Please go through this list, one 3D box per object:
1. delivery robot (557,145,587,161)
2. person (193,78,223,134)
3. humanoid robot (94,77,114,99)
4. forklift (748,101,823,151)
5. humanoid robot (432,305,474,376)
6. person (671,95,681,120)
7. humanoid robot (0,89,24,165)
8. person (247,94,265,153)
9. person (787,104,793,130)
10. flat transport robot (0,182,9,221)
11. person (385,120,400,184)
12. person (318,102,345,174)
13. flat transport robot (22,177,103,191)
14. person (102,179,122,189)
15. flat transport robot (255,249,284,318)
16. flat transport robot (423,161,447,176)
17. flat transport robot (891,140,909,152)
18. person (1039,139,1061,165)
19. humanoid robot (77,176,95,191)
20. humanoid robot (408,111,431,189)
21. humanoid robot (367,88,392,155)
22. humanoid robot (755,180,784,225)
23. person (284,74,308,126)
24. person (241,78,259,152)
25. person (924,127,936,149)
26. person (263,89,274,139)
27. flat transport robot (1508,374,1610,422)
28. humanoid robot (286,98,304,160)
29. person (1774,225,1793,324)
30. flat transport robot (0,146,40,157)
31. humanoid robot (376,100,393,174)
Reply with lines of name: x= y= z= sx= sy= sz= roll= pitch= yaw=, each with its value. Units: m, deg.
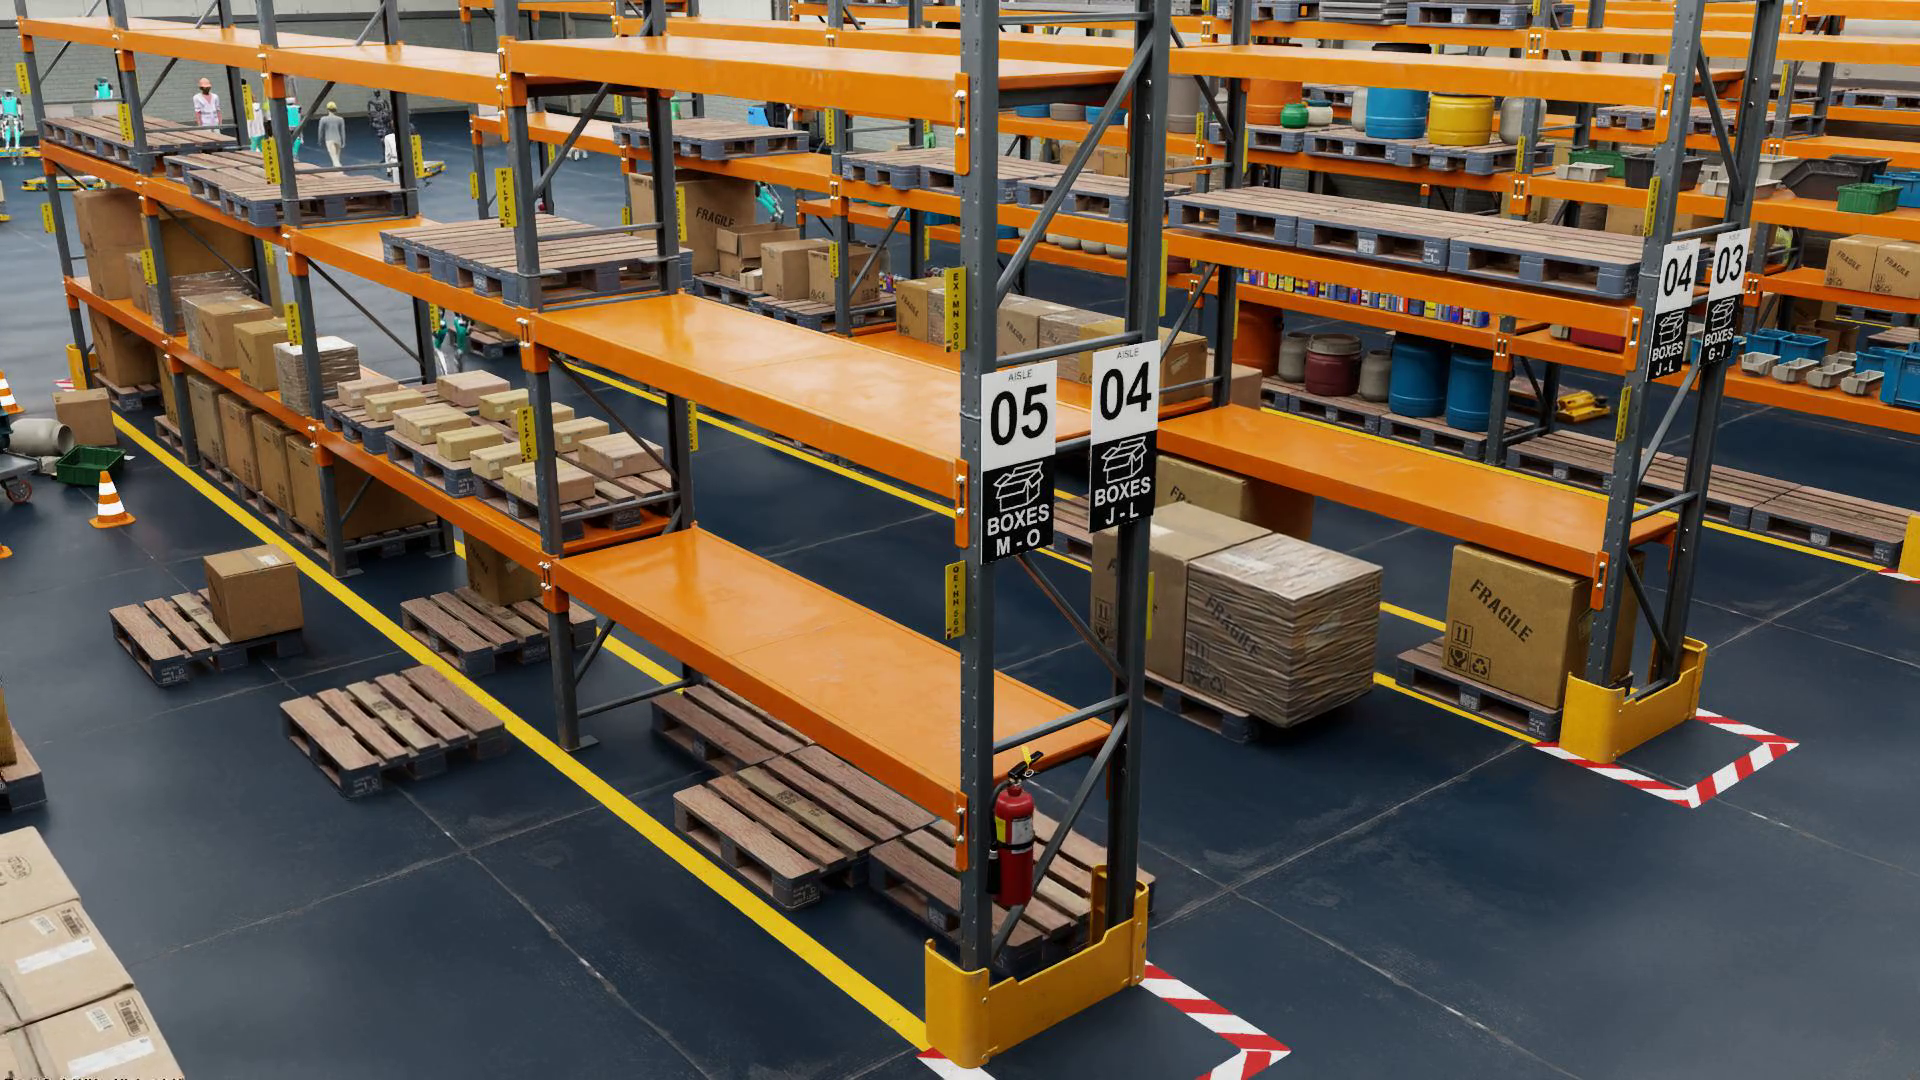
delivery robot: x=-9.516 y=-9.607 z=40.858 sx=0.499 sy=0.601 sz=0.783 roll=7 pitch=21 yaw=20
person: x=-17.776 y=-9.898 z=39.435 sx=0.371 sy=2.042 sz=0.613 roll=15 pitch=24 yaw=36
humanoid robot: x=-22.652 y=-11.235 z=43.838 sx=0.553 sy=1.849 sz=0.887 roll=4 pitch=20 yaw=10
forklift: x=-4.526 y=-11.368 z=42.374 sx=1.129 sy=2.768 sz=1.873 roll=-15 pitch=24 yaw=-37
humanoid robot: x=-5.771 y=-2.419 z=18.770 sx=0.543 sy=1.902 sz=0.727 roll=-11 pitch=22 yaw=-27
person: x=-6.893 y=-9.928 z=39.631 sx=0.507 sy=1.965 sz=0.461 roll=-4 pitch=20 yaw=-12
humanoid robot: x=-22.586 y=-9.764 z=39.585 sx=0.546 sy=1.844 sz=0.656 roll=-5 pitch=20 yaw=-14
person: x=-15.715 y=-9.001 z=37.103 sx=0.365 sy=1.904 sz=0.503 roll=7 pitch=21 yaw=19
person: x=-3.621 y=-8.756 z=36.410 sx=0.375 sy=1.893 sz=0.567 roll=-4 pitch=20 yaw=-12
flat transport robot: x=-18.487 y=-5.942 z=30.847 sx=0.659 sy=0.231 sz=1.431 roll=7 pitch=20 yaw=18
person: x=-10.559 y=-7.019 z=31.478 sx=0.585 sy=1.882 sz=0.344 roll=-1 pitch=19 yaw=-2
person: x=-13.923 y=-8.852 z=36.959 sx=0.531 sy=1.693 sz=0.955 roll=-16 pitch=25 yaw=-38
flat transport robot: x=-19.272 y=-7.649 z=35.705 sx=1.431 sy=0.231 sz=0.659 roll=0 pitch=19 yaw=-1
person: x=-15.925 y=-6.948 z=31.318 sx=0.557 sy=1.863 sz=0.782 roll=3 pitch=20 yaw=8
flat transport robot: x=-9.091 y=-2.490 z=21.023 sx=1.431 sy=0.231 sz=0.659 roll=-6 pitch=20 yaw=-17
flat transport robot: x=-12.333 y=-8.527 z=38.203 sx=0.659 sy=0.231 sz=1.431 roll=0 pitch=19 yaw=0
flat transport robot: x=-0.981 y=-7.884 z=36.375 sx=0.659 sy=0.231 sz=1.431 roll=-8 pitch=21 yaw=-22
person: x=1.688 y=-6.878 z=31.256 sx=0.404 sy=1.760 sz=0.545 roll=-12 pitch=23 yaw=-31
humanoid robot: x=-12.446 y=-4.497 z=24.478 sx=0.963 sy=1.717 sz=0.546 roll=-9 pitch=21 yaw=-25
humanoid robot: x=-11.683 y=-8.359 z=35.621 sx=0.472 sy=1.633 sz=0.595 roll=-2 pitch=19 yaw=-6
humanoid robot: x=-14.551 y=-10.481 z=41.717 sx=0.600 sy=1.641 sz=0.767 roll=-3 pitch=20 yaw=-9
humanoid robot: x=-3.316 y=-6.065 z=28.990 sx=0.868 sy=1.781 sz=0.590 roll=10 pitch=22 yaw=26
person: x=-19.481 y=-12.940 z=48.400 sx=0.542 sy=1.843 sz=0.801 roll=14 pitch=24 yaw=35
person: x=-18.070 y=-10.776 z=42.233 sx=0.794 sy=1.843 sz=0.410 roll=7 pitch=21 yaw=20
person: x=-0.650 y=-7.525 z=33.146 sx=0.475 sy=1.736 sz=0.319 roll=15 pitch=24 yaw=36
person: x=-18.547 y=-11.574 z=44.714 sx=0.317 sy=1.698 sz=0.539 roll=-11 pitch=22 yaw=-27
flat transport robot: x=6.397 y=-1.584 z=18.445 sx=0.659 sy=0.231 sz=1.431 roll=-13 pitch=23 yaw=-33
humanoid robot: x=-15.154 y=-9.024 z=37.517 sx=0.727 sy=1.860 sz=0.543 roll=11 pitch=22 yaw=28
person: x=10.807 y=-3.603 z=22.076 sx=0.535 sy=1.671 sz=0.749 roll=-18 pitch=26 yaw=-41
flat transport robot: x=-23.639 y=-9.586 z=41.219 sx=1.431 sy=0.231 sz=0.659 roll=-10 pitch=22 yaw=-27
humanoid robot: x=-13.207 y=-9.242 z=38.152 sx=0.511 sy=1.641 sz=0.602 roll=-3 pitch=20 yaw=-7
